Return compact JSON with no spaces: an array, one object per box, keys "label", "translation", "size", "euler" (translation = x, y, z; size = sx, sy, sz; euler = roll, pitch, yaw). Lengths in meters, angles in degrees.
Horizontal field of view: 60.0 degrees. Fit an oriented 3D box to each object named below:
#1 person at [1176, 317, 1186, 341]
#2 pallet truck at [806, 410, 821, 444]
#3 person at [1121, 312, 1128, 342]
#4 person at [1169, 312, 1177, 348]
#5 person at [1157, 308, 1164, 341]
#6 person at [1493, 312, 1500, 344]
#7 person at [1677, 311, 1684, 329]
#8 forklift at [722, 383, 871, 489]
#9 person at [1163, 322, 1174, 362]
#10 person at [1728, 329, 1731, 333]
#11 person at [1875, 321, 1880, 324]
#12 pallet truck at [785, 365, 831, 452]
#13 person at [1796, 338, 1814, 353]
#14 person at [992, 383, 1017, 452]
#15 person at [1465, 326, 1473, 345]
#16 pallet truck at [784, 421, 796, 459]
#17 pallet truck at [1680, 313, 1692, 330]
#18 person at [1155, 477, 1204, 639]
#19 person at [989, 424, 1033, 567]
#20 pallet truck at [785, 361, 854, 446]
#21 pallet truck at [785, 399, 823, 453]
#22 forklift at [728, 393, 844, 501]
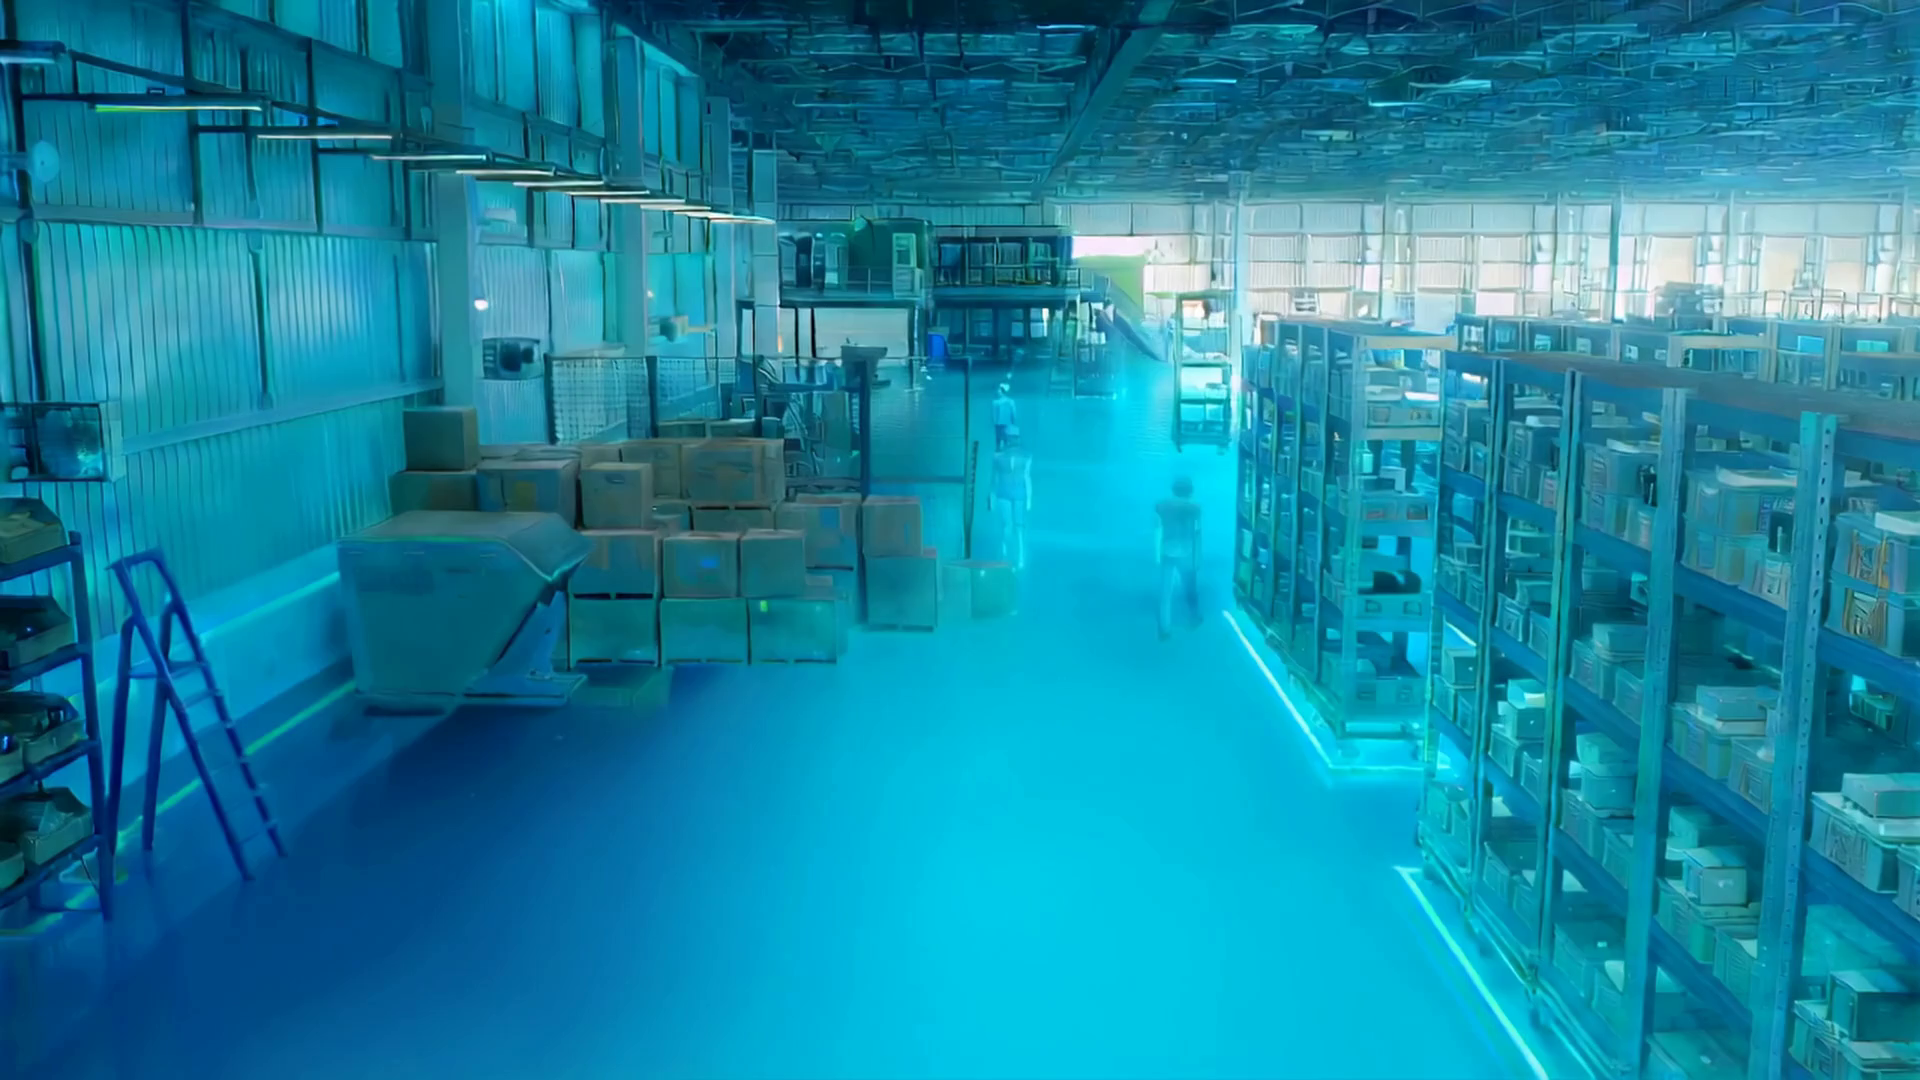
[{"label":"person","translation":[12.738,-12.502,96.986],"size":[0.751,1.808,0.637],"euler":[5,11,30]},{"label":"pallet truck","translation":[-3.559,-2.018,33.905],"size":[1.522,1.261,0.704],"euler":[0,9,-1]},{"label":"person","translation":[9.368,-12.229,95.168],"size":[0.578,1.851,0.522],"euler":[3,10,18]},{"label":"person","translation":[11.360,-11.136,88.229],"size":[0.399,1.916,0.590],"euler":[-4,10,-22]},{"label":"person","translation":[11.735,-12.534,96.869],"size":[0.523,1.903,0.625],"euler":[-2,9,-12]},{"label":"person","translation":[28.917,-11.417,90.108],"size":[0.602,1.866,1.016],"euler":[-6,11,-33]},{"label":"person","translation":[38.939,-11.421,89.947],"size":[0.589,1.927,0.386],"euler":[-6,11,-35]},{"label":"forklift","translation":[-2.893,-1.687,28.729],"size":[2.680,1.987,1.157],"euler":[0,9,-1]},{"label":"person","translation":[9.462,-8.899,74.847],"size":[0.495,1.779,0.964],"euler":[7,11,36]},{"label":"person","translation":[29.795,-7.333,64.606],"size":[0.614,1.963,0.361],"euler":[-6,11,-35]},{"label":"person","translation":[41.063,-8.886,74.522],"size":[0.520,1.856,0.665],"euler":[0,9,-1]},{"label":"pallet truck","translation":[-3.774,-2.976,37.635],"size":[1.885,1.965,0.823],"euler":[1,9,5]},{"label":"person","translation":[27.582,-5.666,54.572],"size":[0.649,1.889,0.445],"euler":[1,9,7]},{"label":"person","translation":[0.920,-2.376,34.649],"size":[0.525,1.769,0.314],"euler":[2,9,11]},{"label":"person","translation":[24.770,-9.936,80.921],"size":[0.337,1.882,0.584],"euler":[-2,9,-11]},{"label":"pallet truck","translation":[-4.013,-1.793,32.705],"size":[1.601,1.201,0.680],"euler":[0,9,1]},{"label":"pallet truck","translation":[36.315,-10.531,84.244],"size":[0.823,1.965,1.885],"euler":[-6,11,-33]},{"label":"person","translation":[2.482,0.182,18.786],"size":[0.593,1.794,0.968],"euler":[4,10,21]},{"label":"person","translation":[0.698,-0.601,23.001],"size":[0.622,1.990,0.397],"euler":[-3,10,-15]},{"label":"pallet truck","translation":[-3.410,-3.193,38.978],"size":[1.885,1.965,0.823],"euler":[0,9,-1]},{"label":"pallet truck","translation":[-3.814,-2.432,36.419],"size":[1.630,1.274,0.653],"euler":[0,9,1]},{"label":"forklift","translation":[-2.979,-1.316,26.476],"size":[2.680,1.987,1.157],"euler":[0,9,1]}]
